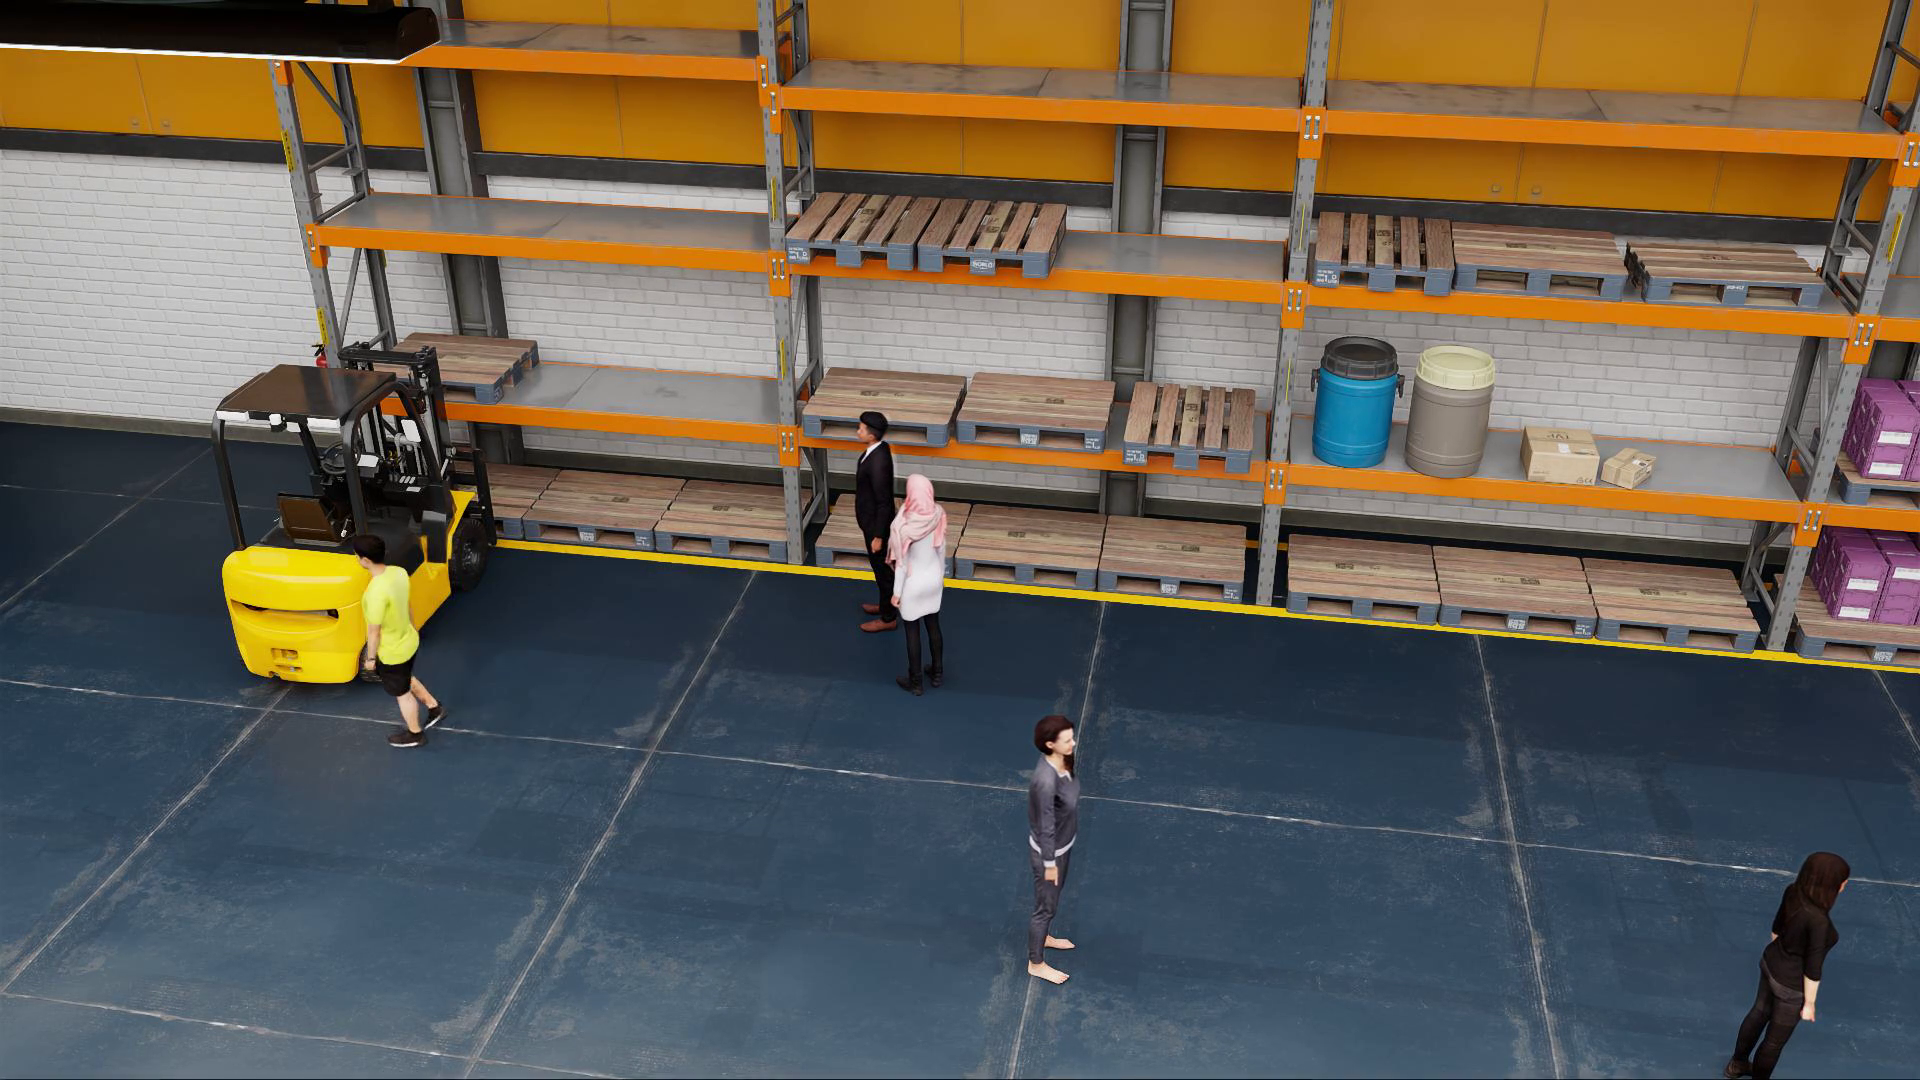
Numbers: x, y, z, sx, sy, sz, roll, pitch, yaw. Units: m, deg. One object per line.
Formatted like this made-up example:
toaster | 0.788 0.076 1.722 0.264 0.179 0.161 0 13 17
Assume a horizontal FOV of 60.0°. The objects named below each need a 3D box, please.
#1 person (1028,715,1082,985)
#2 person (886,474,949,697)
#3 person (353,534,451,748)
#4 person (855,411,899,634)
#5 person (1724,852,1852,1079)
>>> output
person | 0.532 1.764 9.685 0.495 1.768 0.610 5 29 9
person | -0.294 0.324 12.288 0.735 1.803 0.795 -18 34 -30
person | -3.883 0.726 11.664 0.763 1.695 0.680 1 29 2
person | -0.634 -0.154 13.082 0.621 1.881 0.739 -1 29 -2
person | 4.380 2.311 8.814 0.552 1.641 0.621 0 29 -1
